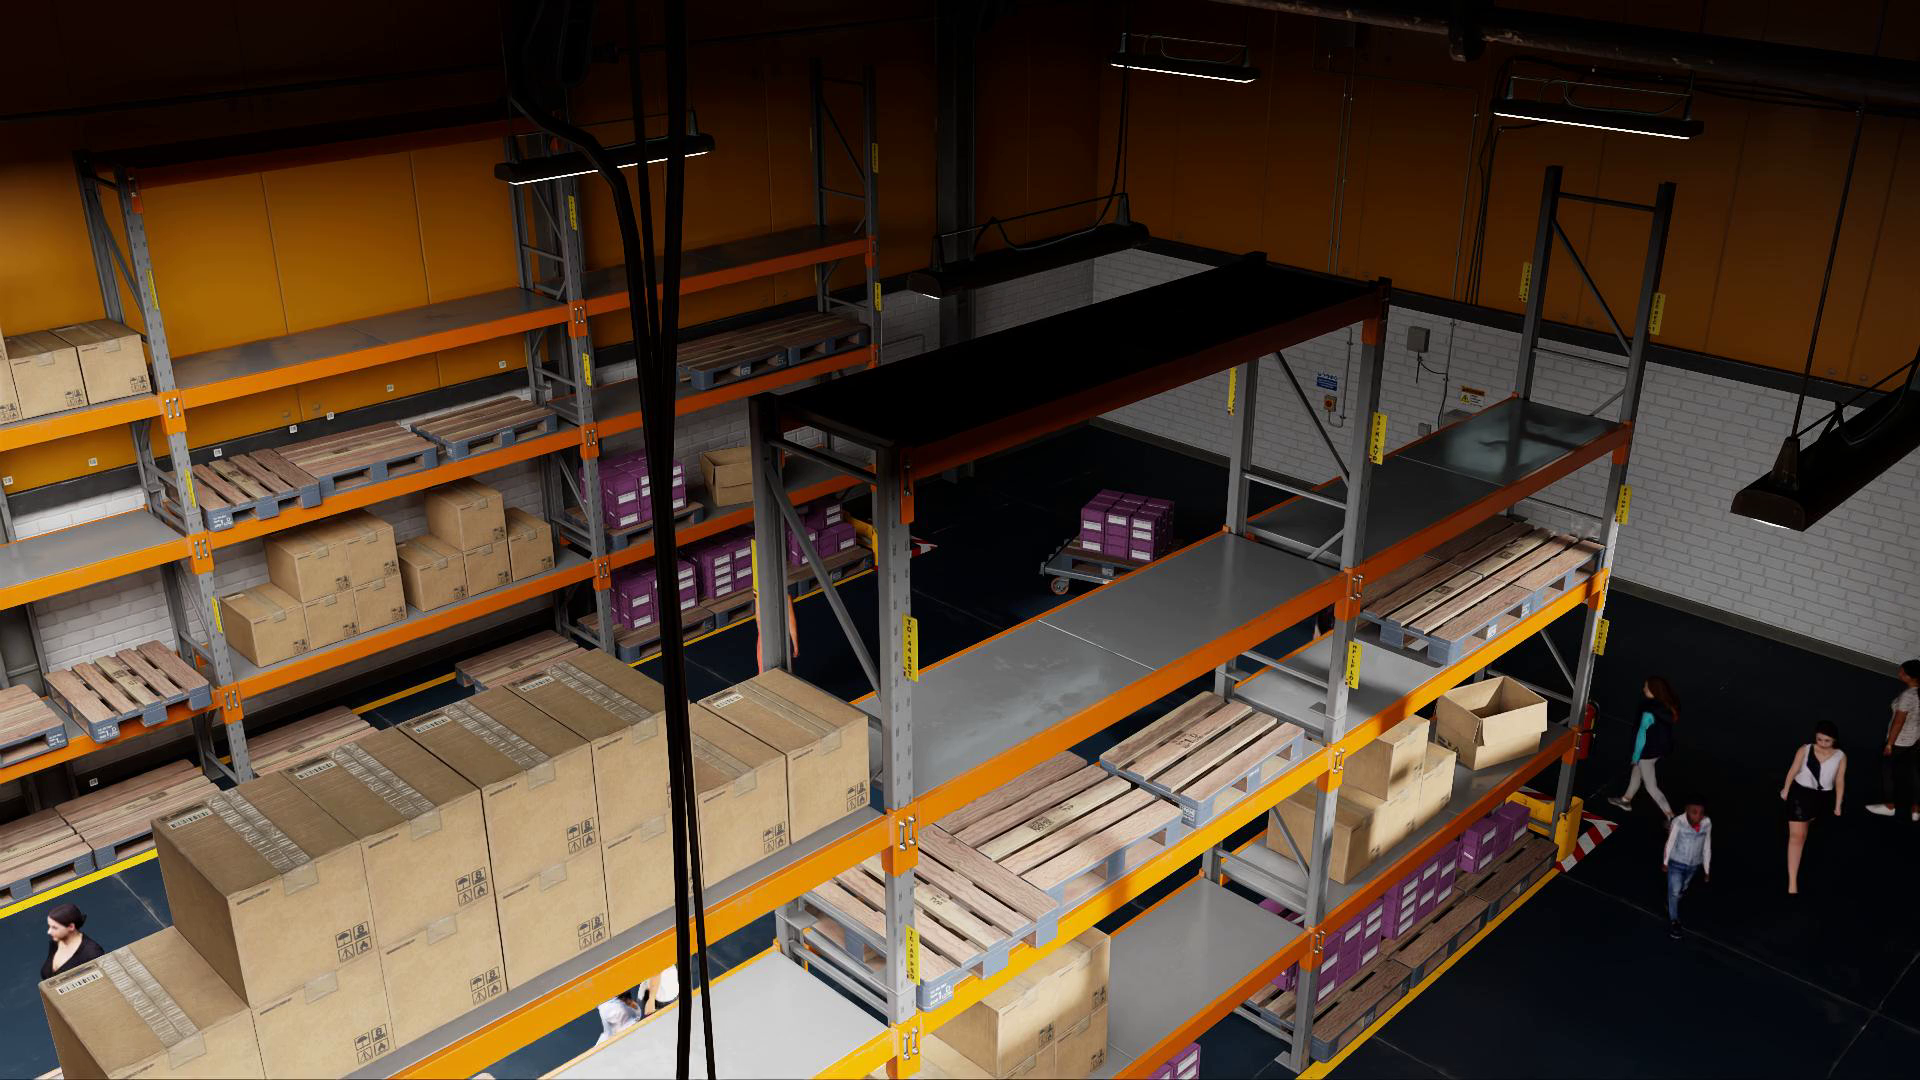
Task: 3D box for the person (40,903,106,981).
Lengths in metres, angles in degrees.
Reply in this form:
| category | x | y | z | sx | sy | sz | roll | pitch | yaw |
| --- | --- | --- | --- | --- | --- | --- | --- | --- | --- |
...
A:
| category | x | y | z | sx | sy | sz | roll | pitch | yaw |
| --- | --- | --- | --- | --- | --- | --- | --- | --- | --- |
| person | -6.057 | 3.271 | 11.715 | 0.795 | 1.742 | 1.012 | 14 | 27 | 28 |

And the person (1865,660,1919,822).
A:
| category | x | y | z | sx | sy | sz | roll | pitch | yaw |
| --- | --- | --- | --- | --- | --- | --- | --- | --- | --- |
| person | 8.670 | 1.824 | 15.185 | 0.642 | 1.613 | 0.785 | -12 | 26 | -26 |

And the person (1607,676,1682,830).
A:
| category | x | y | z | sx | sy | sz | roll | pitch | yaw |
| --- | --- | --- | --- | --- | --- | --- | --- | --- | --- |
| person | 6.333 | 1.943 | 15.093 | 0.910 | 1.470 | 0.667 | -19 | 30 | -36 |

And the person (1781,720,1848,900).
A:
| category | x | y | z | sx | sy | sz | roll | pitch | yaw |
| --- | --- | --- | --- | --- | --- | --- | --- | --- | --- |
| person | 7.301 | 2.220 | 14.316 | 1.035 | 1.584 | 1.211 | 3 | 24 | 7 |

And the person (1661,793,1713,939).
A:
| category | x | y | z | sx | sy | sz | roll | pitch | yaw |
| --- | --- | --- | --- | --- | --- | --- | --- | --- | --- |
| person | 6.018 | 2.623 | 13.830 | 0.781 | 1.236 | 0.867 | 1 | 24 | 3 |
